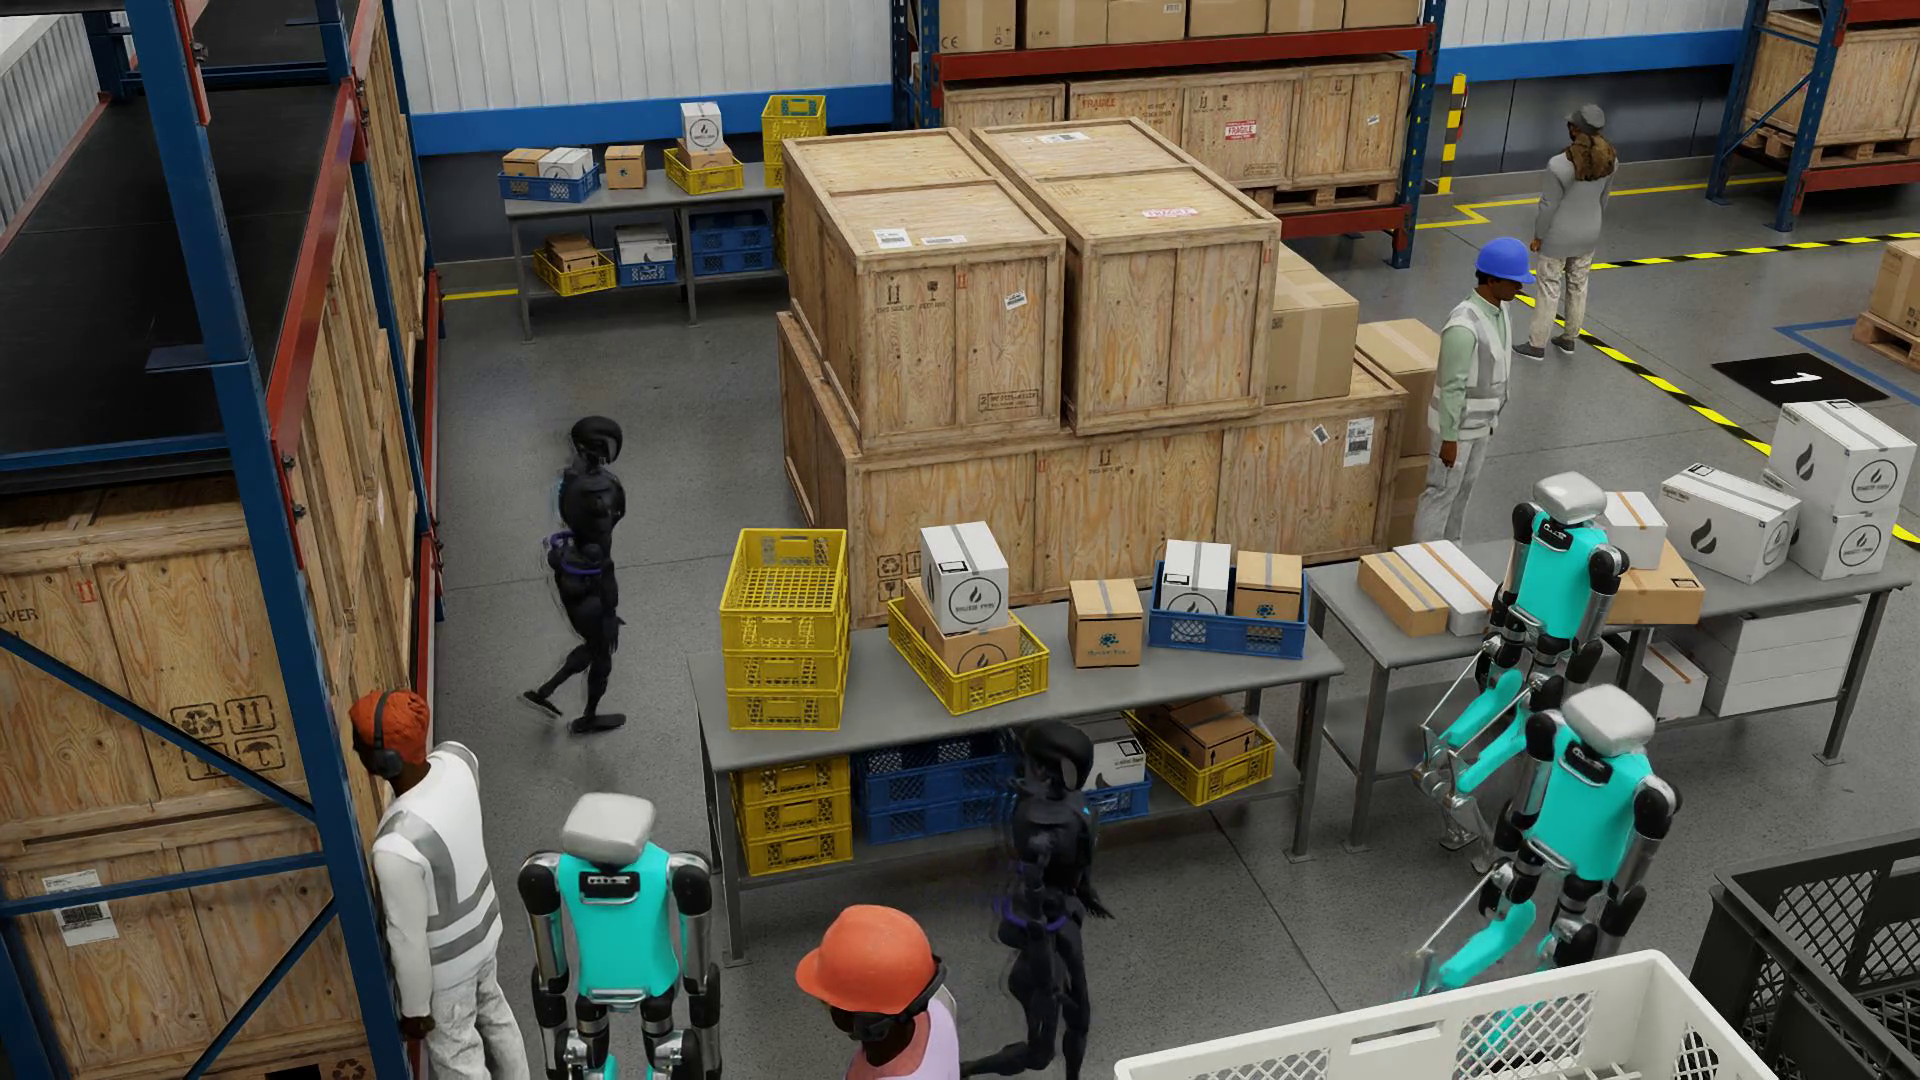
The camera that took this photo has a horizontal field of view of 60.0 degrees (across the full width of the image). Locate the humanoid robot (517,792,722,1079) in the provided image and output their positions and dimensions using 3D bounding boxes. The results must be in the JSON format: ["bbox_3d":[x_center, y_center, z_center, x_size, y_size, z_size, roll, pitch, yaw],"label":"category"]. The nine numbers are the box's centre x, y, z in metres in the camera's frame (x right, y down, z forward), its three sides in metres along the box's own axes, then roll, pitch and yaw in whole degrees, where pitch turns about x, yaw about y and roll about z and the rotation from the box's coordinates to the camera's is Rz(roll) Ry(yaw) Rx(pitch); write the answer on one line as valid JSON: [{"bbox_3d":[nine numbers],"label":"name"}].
[{"bbox_3d":[-0.945,1.578,4.653,0.530,1.714,0.721,0,29,0],"label":"humanoid robot"}]

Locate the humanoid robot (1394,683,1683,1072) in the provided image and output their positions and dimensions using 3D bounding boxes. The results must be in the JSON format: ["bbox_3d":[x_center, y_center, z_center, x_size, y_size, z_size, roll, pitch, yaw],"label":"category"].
[{"bbox_3d":[1.738,1.297,5.286,1.043,1.758,0.557,-17,33,-28],"label":"humanoid robot"}]

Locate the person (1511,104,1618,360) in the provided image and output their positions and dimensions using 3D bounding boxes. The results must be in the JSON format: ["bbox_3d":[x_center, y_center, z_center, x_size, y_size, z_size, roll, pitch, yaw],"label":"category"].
[{"bbox_3d":[4.156,-2.085,11.346,0.563,1.769,0.397,-12,31,-20],"label":"person"}]

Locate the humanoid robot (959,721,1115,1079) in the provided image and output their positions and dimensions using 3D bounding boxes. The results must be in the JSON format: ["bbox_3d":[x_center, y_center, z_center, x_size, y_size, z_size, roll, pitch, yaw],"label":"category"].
[{"bbox_3d":[0.240,1.247,5.416,0.614,1.640,0.597,8,30,14],"label":"humanoid robot"}]

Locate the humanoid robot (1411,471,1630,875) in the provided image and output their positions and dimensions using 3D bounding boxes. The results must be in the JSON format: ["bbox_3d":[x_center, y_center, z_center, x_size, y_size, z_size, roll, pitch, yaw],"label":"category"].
[{"bbox_3d":[2.058,0.568,6.424,0.735,1.677,0.533,-12,31,-21],"label":"humanoid robot"}]

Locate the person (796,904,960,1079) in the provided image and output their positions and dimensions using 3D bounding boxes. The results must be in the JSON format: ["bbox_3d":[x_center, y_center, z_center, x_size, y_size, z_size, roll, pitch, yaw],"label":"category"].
[{"bbox_3d":[-0.190,1.725,4.149,0.370,2.042,0.613,4,29,7],"label":"person"}]

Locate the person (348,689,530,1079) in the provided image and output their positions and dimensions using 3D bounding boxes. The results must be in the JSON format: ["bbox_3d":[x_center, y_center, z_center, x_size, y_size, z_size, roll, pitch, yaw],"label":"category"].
[{"bbox_3d":[-1.597,1.258,5.165,0.338,1.877,0.570,3,29,5],"label":"person"}]

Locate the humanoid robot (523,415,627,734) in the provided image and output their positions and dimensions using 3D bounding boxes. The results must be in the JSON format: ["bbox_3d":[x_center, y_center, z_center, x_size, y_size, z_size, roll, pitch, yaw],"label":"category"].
[{"bbox_3d":[-1.687,0.186,7.330,0.508,1.625,0.627,-13,31,-22],"label":"humanoid robot"}]

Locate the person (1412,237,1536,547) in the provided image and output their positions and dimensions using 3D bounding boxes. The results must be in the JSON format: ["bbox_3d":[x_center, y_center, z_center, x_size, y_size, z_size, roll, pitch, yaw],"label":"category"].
[{"bbox_3d":[2.602,-0.616,8.509,0.411,1.939,0.602,20,35,32],"label":"person"}]
